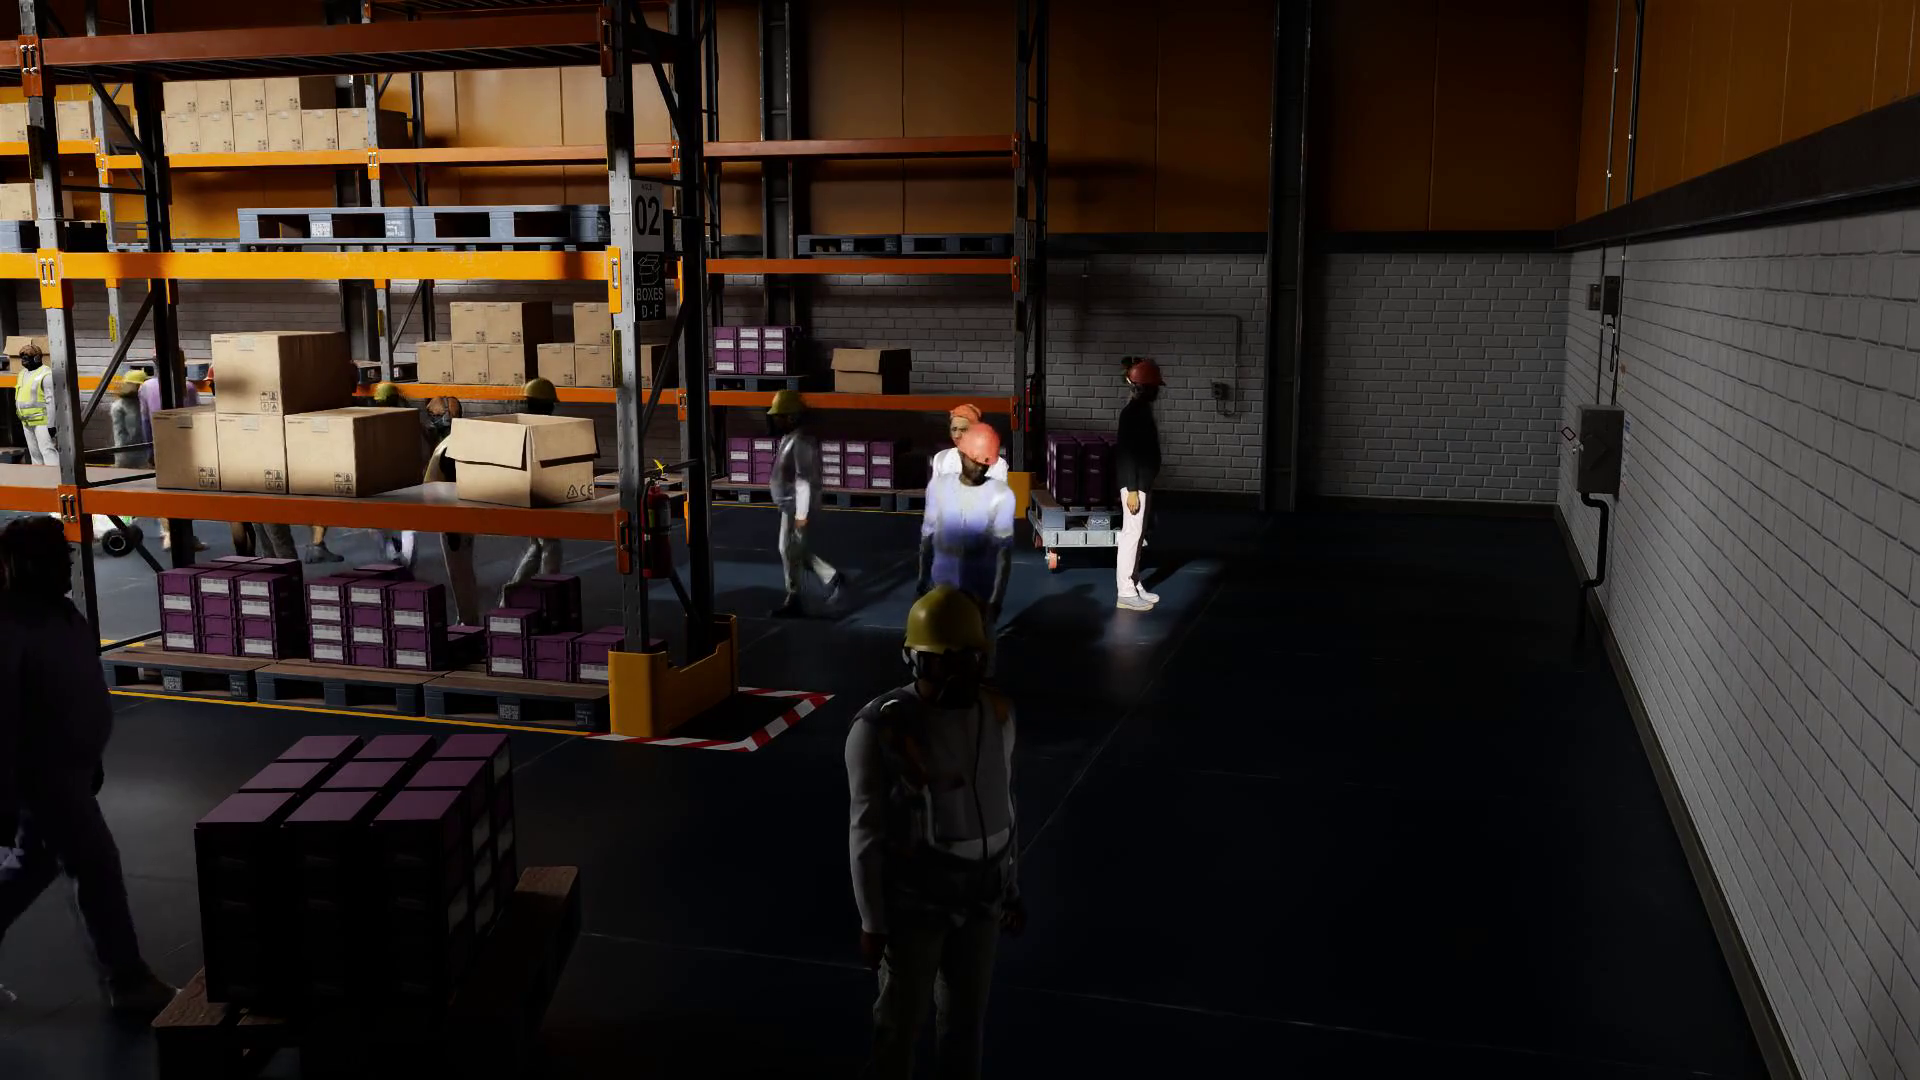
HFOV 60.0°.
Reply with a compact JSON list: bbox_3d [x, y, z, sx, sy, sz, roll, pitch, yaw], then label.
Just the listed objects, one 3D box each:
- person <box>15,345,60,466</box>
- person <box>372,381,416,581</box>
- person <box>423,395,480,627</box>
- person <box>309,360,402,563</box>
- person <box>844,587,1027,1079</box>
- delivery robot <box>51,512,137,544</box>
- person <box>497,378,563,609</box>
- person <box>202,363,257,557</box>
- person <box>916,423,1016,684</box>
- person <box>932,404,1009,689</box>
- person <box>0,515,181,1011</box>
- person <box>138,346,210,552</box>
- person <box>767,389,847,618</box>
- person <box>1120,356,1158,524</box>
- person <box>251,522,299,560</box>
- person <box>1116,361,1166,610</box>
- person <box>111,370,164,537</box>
[{"bbox_3d":[-10.917,-1.392,19.697,0.624,1.837,0.428,6,11,31],"label":"person"},{"bbox_3d":[-4.941,-0.501,14.502,0.541,1.757,0.362,-9,13,-44],"label":"person"},{"bbox_3d":[-3.646,-0.124,11.967,0.430,1.836,0.619,-2,10,-14],"label":"person"},{"bbox_3d":[-5.676,-0.738,15.536,0.955,1.884,0.543,-7,12,-36],"label":"person"},{"bbox_3d":[-0.045,1.038,4.866,0.588,1.835,0.403,-7,12,-36],"label":"person"},{"bbox_3d":[-8.255,-0.173,15.853,0.707,0.478,0.477,-2,10,-15],"label":"delivery robot"},{"bbox_3d":[-3.275,-0.300,12.839,0.654,1.896,0.596,-3,10,-15],"label":"person"},{"bbox_3d":[-6.391,-0.605,14.564,0.358,1.937,0.548,-1,9,-5],"label":"person"},{"bbox_3d":[0.016,0.246,9.608,0.613,1.858,0.978,1,9,9],"label":"person"},{"bbox_3d":[0.053,0.062,10.696,0.581,1.877,0.350,7,12,36],"label":"person"},{"bbox_3d":[-3.351,0.825,6.062,0.951,1.866,0.653,-1,9,-9],"label":"person"},{"bbox_3d":[-7.542,-0.891,15.990,0.610,2.045,0.382,3,10,16],"label":"person"},{"bbox_3d":[-1.212,-0.282,12.984,0.562,1.810,0.594,-2,9,-10],"label":"person"},{"bbox_3d":[1.741,-0.930,16.808,0.392,1.852,0.547,1,9,6],"label":"person"},{"bbox_3d":[-5.513,-0.388,13.239,0.632,1.940,0.372,9,13,43],"label":"person"},{"bbox_3d":[1.454,-0.441,13.399,0.398,1.990,0.622,3,10,17],"label":"person"},{"bbox_3d":[-8.218,-0.843,16.694,0.851,1.704,0.512,5,11,28],"label":"person"}]
